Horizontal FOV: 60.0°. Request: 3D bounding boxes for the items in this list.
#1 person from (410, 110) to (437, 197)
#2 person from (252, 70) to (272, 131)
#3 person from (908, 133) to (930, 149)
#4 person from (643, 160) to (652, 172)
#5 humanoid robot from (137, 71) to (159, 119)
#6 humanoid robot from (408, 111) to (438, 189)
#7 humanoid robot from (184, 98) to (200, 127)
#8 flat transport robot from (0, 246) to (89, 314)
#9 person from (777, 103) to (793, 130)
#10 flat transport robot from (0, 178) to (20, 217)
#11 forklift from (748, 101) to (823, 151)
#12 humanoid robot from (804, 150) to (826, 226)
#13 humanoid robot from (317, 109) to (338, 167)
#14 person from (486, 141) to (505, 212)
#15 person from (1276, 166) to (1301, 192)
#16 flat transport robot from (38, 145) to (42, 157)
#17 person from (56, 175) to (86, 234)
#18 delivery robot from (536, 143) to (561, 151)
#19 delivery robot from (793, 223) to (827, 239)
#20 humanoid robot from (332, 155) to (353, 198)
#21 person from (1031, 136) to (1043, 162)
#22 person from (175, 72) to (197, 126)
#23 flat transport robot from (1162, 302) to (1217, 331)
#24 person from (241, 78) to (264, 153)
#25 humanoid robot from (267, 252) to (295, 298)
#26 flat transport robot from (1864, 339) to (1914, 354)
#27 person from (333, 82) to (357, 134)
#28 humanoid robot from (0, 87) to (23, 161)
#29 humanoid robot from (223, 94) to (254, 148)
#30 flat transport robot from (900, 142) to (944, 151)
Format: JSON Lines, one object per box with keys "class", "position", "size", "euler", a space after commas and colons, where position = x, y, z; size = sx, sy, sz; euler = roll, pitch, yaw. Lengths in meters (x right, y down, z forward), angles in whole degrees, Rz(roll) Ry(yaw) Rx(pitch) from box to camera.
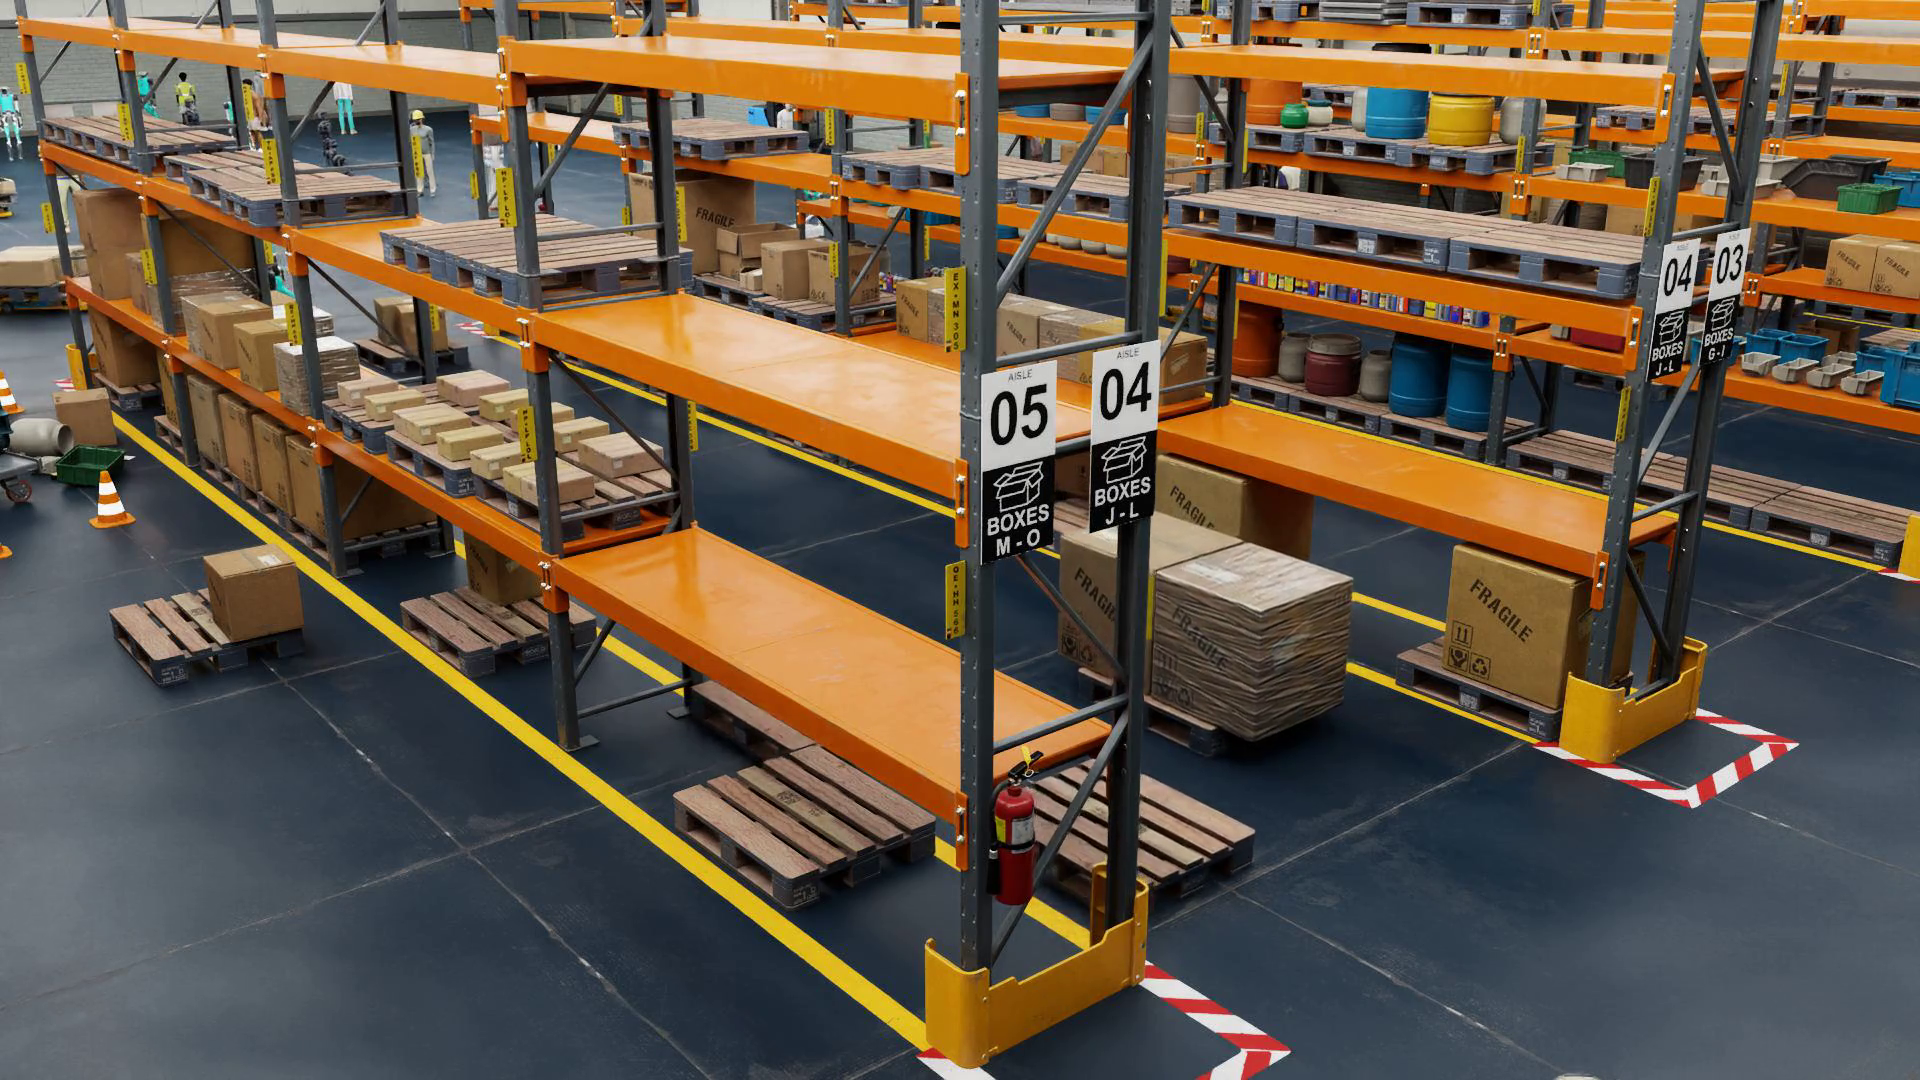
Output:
{"class": "person", "position": [-11.114, -7.978, 34.399], "size": [0.544, 1.762, 0.340], "euler": [3, 20, 8]}
{"class": "person", "position": [-19.948, -12.662, 47.550], "size": [0.385, 1.874, 0.514], "euler": [8, 21, 22]}
{"class": "person", "position": [-0.814, -7.502, 33.068], "size": [0.472, 1.741, 0.348], "euler": [-4, 20, -11]}
{"class": "person", "position": [-5.192, -5.941, 28.308], "size": [0.367, 1.957, 0.601], "euler": [-1, 19, -1]}
{"class": "humanoid robot", "position": [-22.491, -12.085, 46.282], "size": [0.573, 1.898, 0.761], "euler": [3, 20, 7]}
{"class": "humanoid robot", "position": [-11.526, -8.363, 35.687], "size": [0.526, 1.648, 0.612], "euler": [-7, 21, -20]}
{"class": "humanoid robot", "position": [-17.772, -9.475, 38.803], "size": [0.641, 1.628, 0.590], "euler": [2, 19, 6]}
{"class": "flat transport robot", "position": [-13.047, -3.393, 23.593], "size": [1.431, 0.231, 0.659], "euler": [-1, 19, -4]}
{"class": "person", "position": [-3.747, -8.800, 36.530], "size": [0.581, 1.895, 0.355], "euler": [-7, 20, -18]}
{"class": "flat transport robot", "position": [-18.908, -6.351, 32.012], "size": [1.431, 0.231, 0.659], "euler": [15, 24, 37]}
{"class": "forklift", "position": [-4.526, -11.368, 42.374], "size": [1.129, 2.768, 1.873], "euler": [-15, 24, -37]}
{"class": "humanoid robot", "position": [-2.640, -6.326, 29.761], "size": [1.027, 1.736, 0.537], "euler": [-16, 25, -37]}
{"class": "humanoid robot", "position": [-13.566, -8.425, 35.783], "size": [0.335, 1.654, 0.599], "euler": [-14, 24, -34]}
{"class": "person", "position": [-8.948, -7.326, 32.386], "size": [0.583, 1.868, 0.578], "euler": [-9, 21, -25]}
{"class": "person", "position": [5.333, -5.476, 27.152], "size": [0.391, 1.840, 0.564], "euler": [14, 24, 35]}
{"class": "flat transport robot", "position": [-22.751, -9.767, 41.732], "size": [0.659, 0.231, 1.431], "euler": [-10, 21, -25]}
{"class": "person", "position": [-16.063, -6.476, 29.922], "size": [0.545, 1.890, 0.381], "euler": [-13, 23, -32]}
{"class": "delivery robot", "position": [-10.588, -10.310, 42.871], "size": [0.499, 0.611, 0.814], "euler": [-12, 23, -31]}
{"class": "delivery robot", "position": [-2.631, -5.116, 28.095], "size": [0.811, 0.614, 0.499], "euler": [-16, 25, -38]}
{"class": "humanoid robot", "position": [-10.293, -5.571, 27.697], "size": [0.608, 1.631, 0.698], "euler": [8, 21, 22]}
{"class": "person", "position": [1.333, -6.710, 30.791], "size": [0.559, 1.755, 0.415], "euler": [-14, 23, -34]}
{"class": "person", "position": [-21.703, -12.259, 46.679], "size": [0.532, 1.690, 0.319], "euler": [-12, 23, -30]}
{"class": "flat transport robot", "position": [3.444, -2.976, 22.406], "size": [0.659, 0.231, 1.431], "euler": [-13, 23, -33]}
{"class": "person", "position": [-17.879, -10.705, 42.026], "size": [0.818, 1.851, 0.394], "euler": [9, 21, 24]}
{"class": "humanoid robot", "position": [-8.487, -3.191, 20.956], "size": [0.793, 1.887, 0.547], "euler": [-1, 19, -2]}
{"class": "flat transport robot", "position": [11.801, -2.185, 20.156], "size": [0.659, 0.231, 1.431], "euler": [-15, 24, -36]}
{"class": "person", "position": [-17.292, -12.373, 46.668], "size": [0.497, 1.914, 0.348], "euler": [-1, 19, -4]}
{"class": "humanoid robot", "position": [-23.041, -10.081, 40.333], "size": [0.541, 1.747, 0.688], "euler": [-10, 21, -25]}
{"class": "humanoid robot", "position": [-16.541, -9.353, 38.450], "size": [0.740, 1.852, 0.547], "euler": [11, 22, 29]}
{"class": "flat transport robot", "position": [-0.785, -7.732, 35.942], "size": [0.659, 0.231, 1.431], "euler": [-8, 21, -22]}
